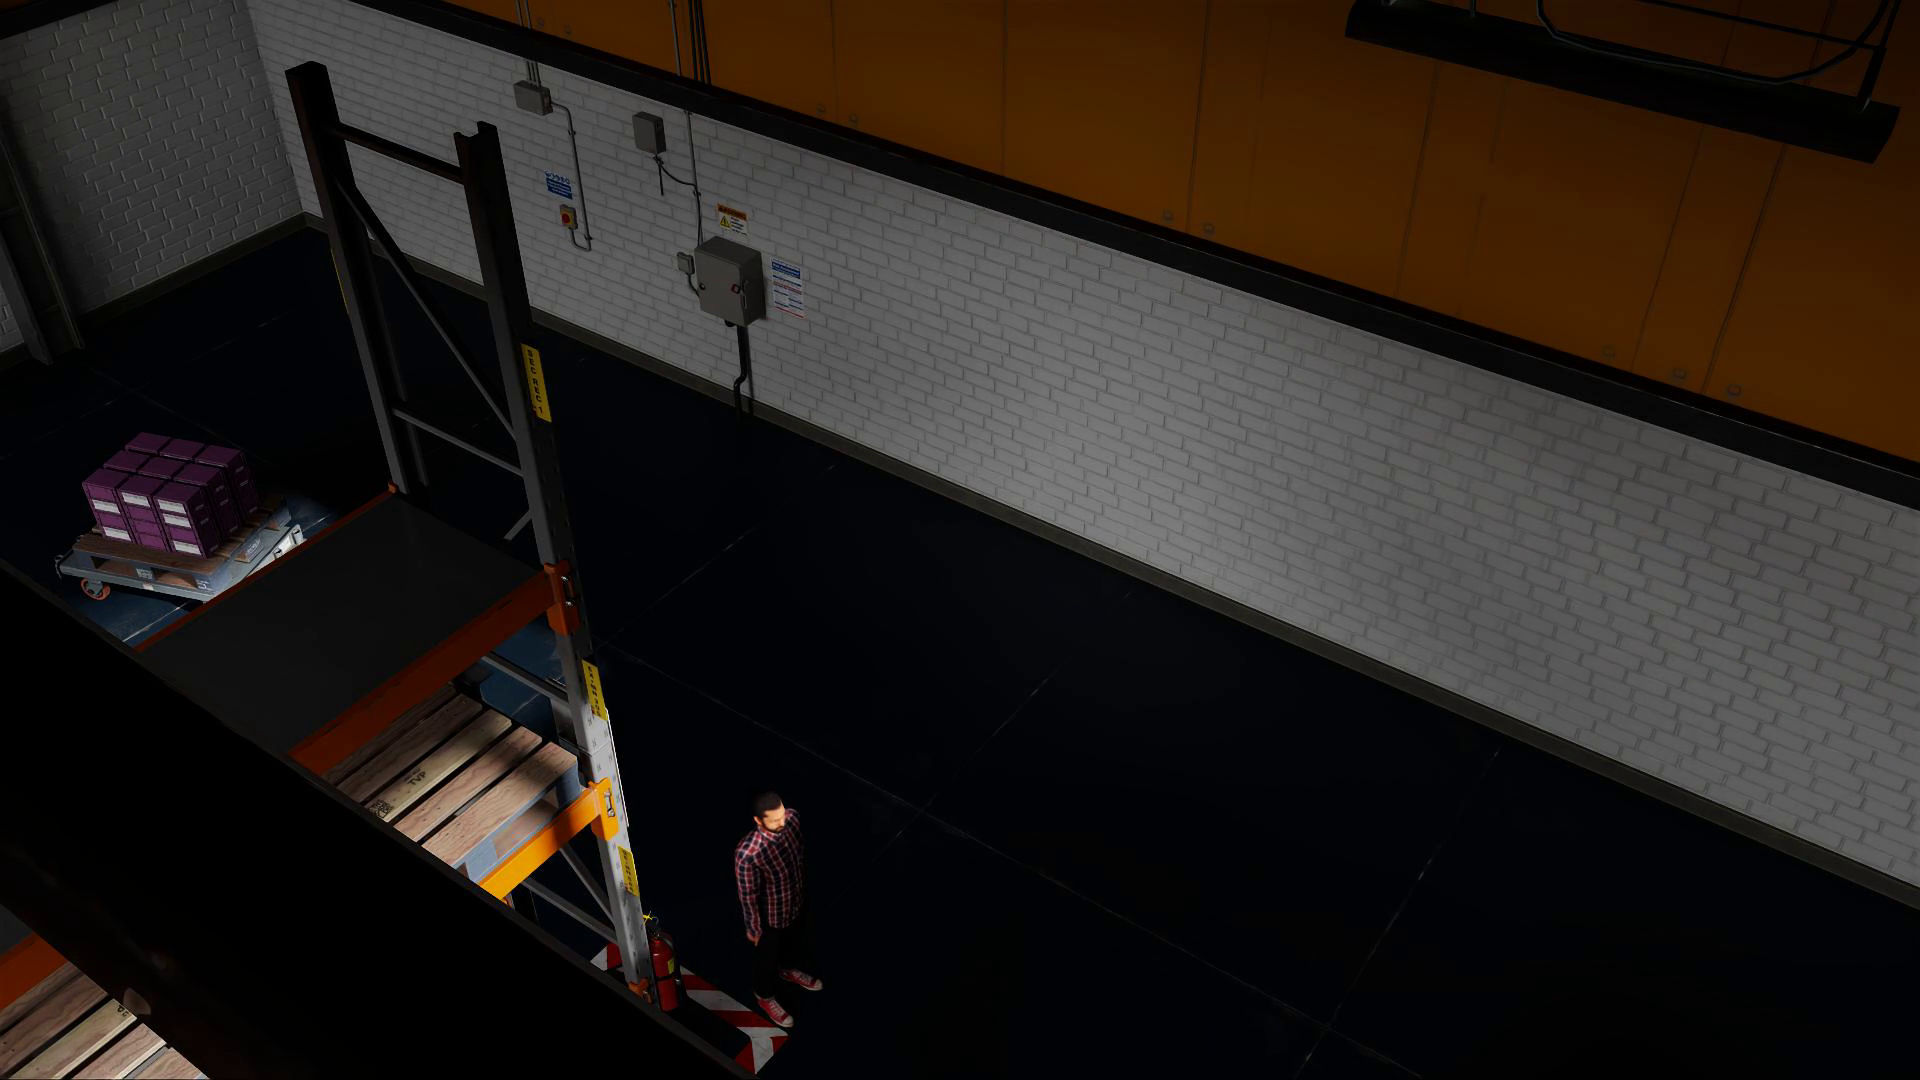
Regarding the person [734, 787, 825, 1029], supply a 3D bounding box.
[{"bbox_3d":[-1.049,2.064,9.557,0.773,1.761,0.528,20,43,23],"label":"person"}]
